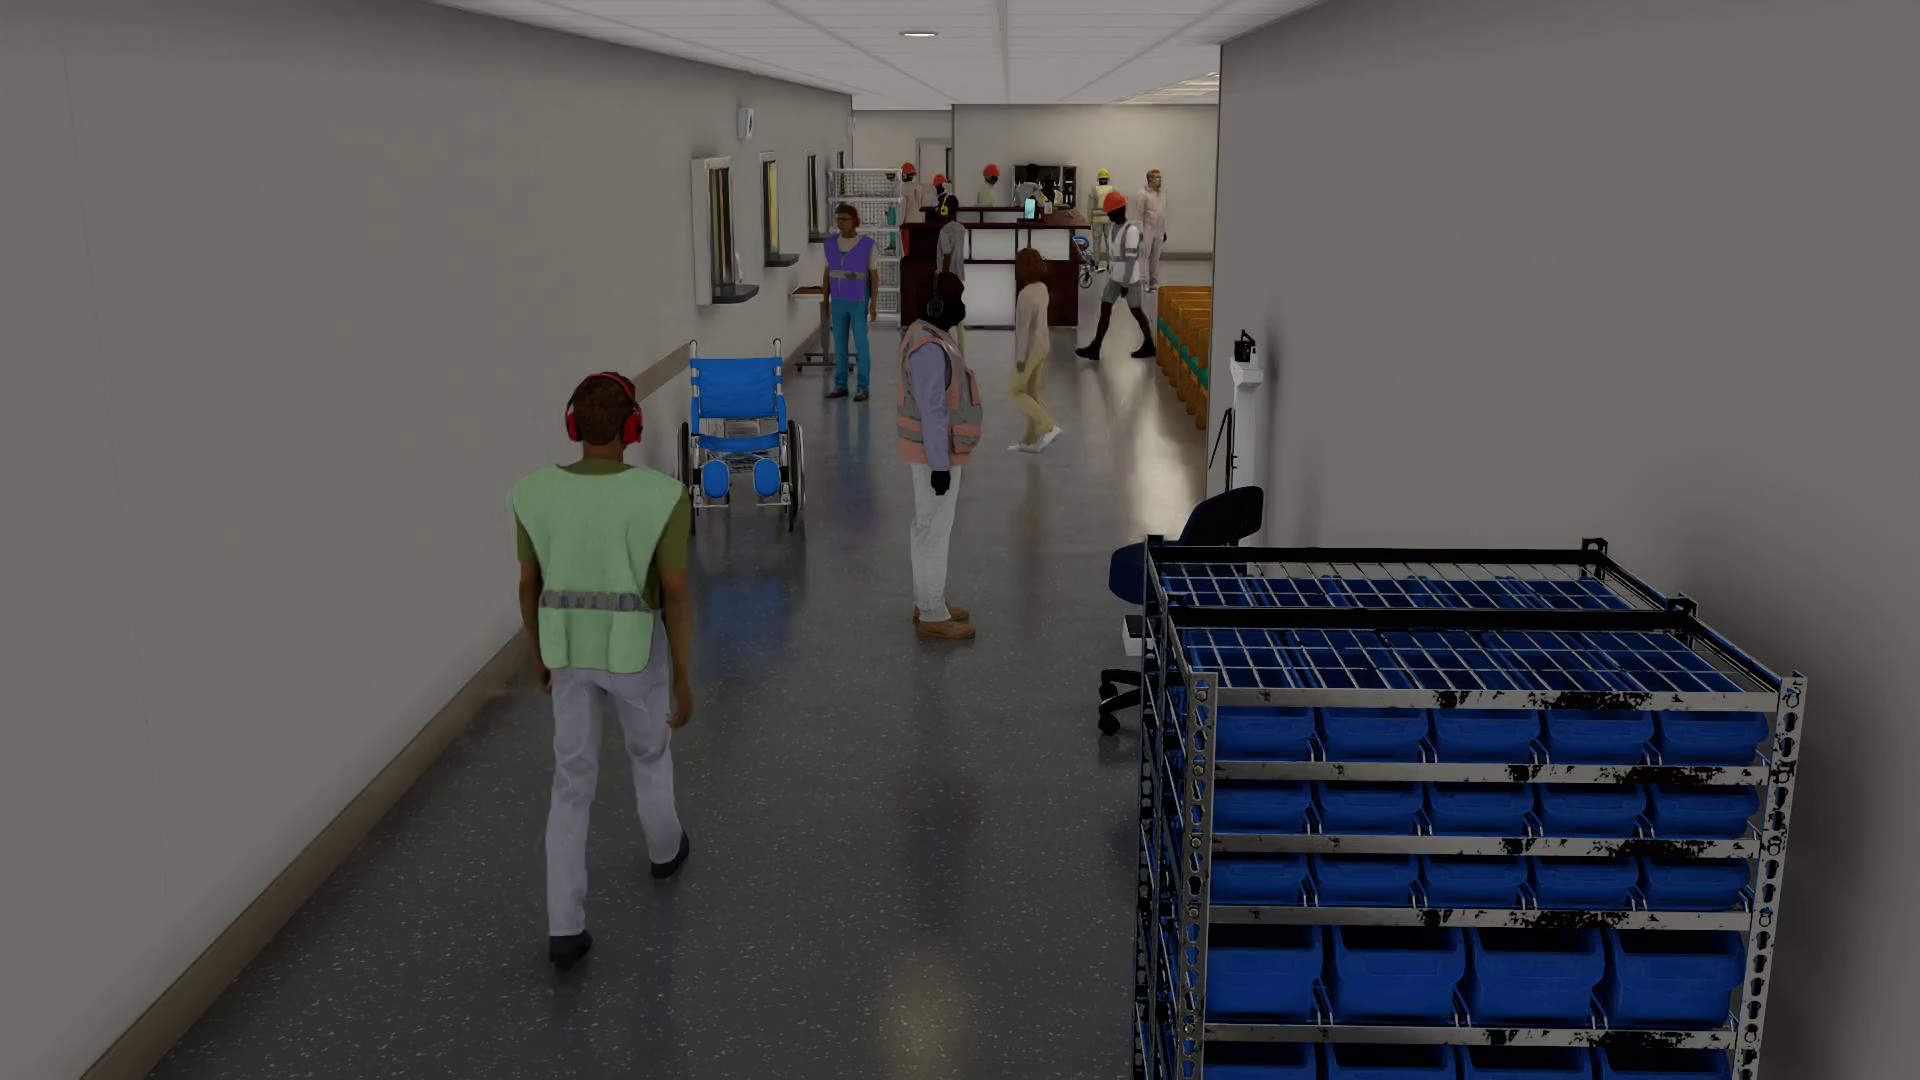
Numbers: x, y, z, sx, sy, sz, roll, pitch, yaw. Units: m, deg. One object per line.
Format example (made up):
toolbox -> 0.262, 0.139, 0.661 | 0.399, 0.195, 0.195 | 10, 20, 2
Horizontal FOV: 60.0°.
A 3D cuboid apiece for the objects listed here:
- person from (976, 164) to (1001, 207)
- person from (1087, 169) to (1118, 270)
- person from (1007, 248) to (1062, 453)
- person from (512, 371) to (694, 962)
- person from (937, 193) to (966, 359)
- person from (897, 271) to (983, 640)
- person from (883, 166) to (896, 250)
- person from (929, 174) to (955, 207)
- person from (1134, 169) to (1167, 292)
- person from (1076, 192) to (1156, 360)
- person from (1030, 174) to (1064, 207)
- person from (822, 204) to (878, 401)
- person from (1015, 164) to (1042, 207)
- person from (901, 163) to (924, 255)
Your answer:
person -> 0.438, -5.267, 27.739 | 0.491, 1.972, 0.629 | -2, 14, -8
person -> 2.605, -5.846, 30.384 | 0.590, 1.833, 0.404 | -2, 14, -8
person -> 0.575, -1.462, 13.020 | 0.418, 1.625, 0.515 | 6, 15, 24
person -> -1.117, 0.368, 5.254 | 0.581, 1.795, 1.008 | 1, 14, 4
person -> -0.123, -2.709, 17.573 | 0.327, 1.874, 0.521 | 6, 15, 22
person -> -0.102, -0.427, 8.373 | 0.429, 1.843, 0.631 | -1, 14, -3
person -> -1.464, -7.073, 35.498 | 0.310, 1.768, 0.533 | 7, 15, 25
person -> -0.362, -5.771, 30.261 | 0.563, 1.741, 0.339 | 9, 17, 33
person -> 3.061, -4.917, 26.446 | 0.651, 1.913, 0.409 | -12, 18, -41
person -> 1.787, -2.922, 18.473 | 1.021, 1.870, 0.572 | -7, 16, -28
person -> 1.416, -4.975, 26.856 | 0.628, 1.837, 0.430 | -7, 15, -26
person -> -1.034, -2.248, 15.762 | 0.570, 1.840, 0.372 | 6, 15, 24
person -> 1.230, -5.501, 28.719 | 0.603, 1.959, 0.375 | 10, 17, 34
person -> -0.838, -5.224, 27.522 | 0.384, 1.996, 0.610 | 11, 17, 37
